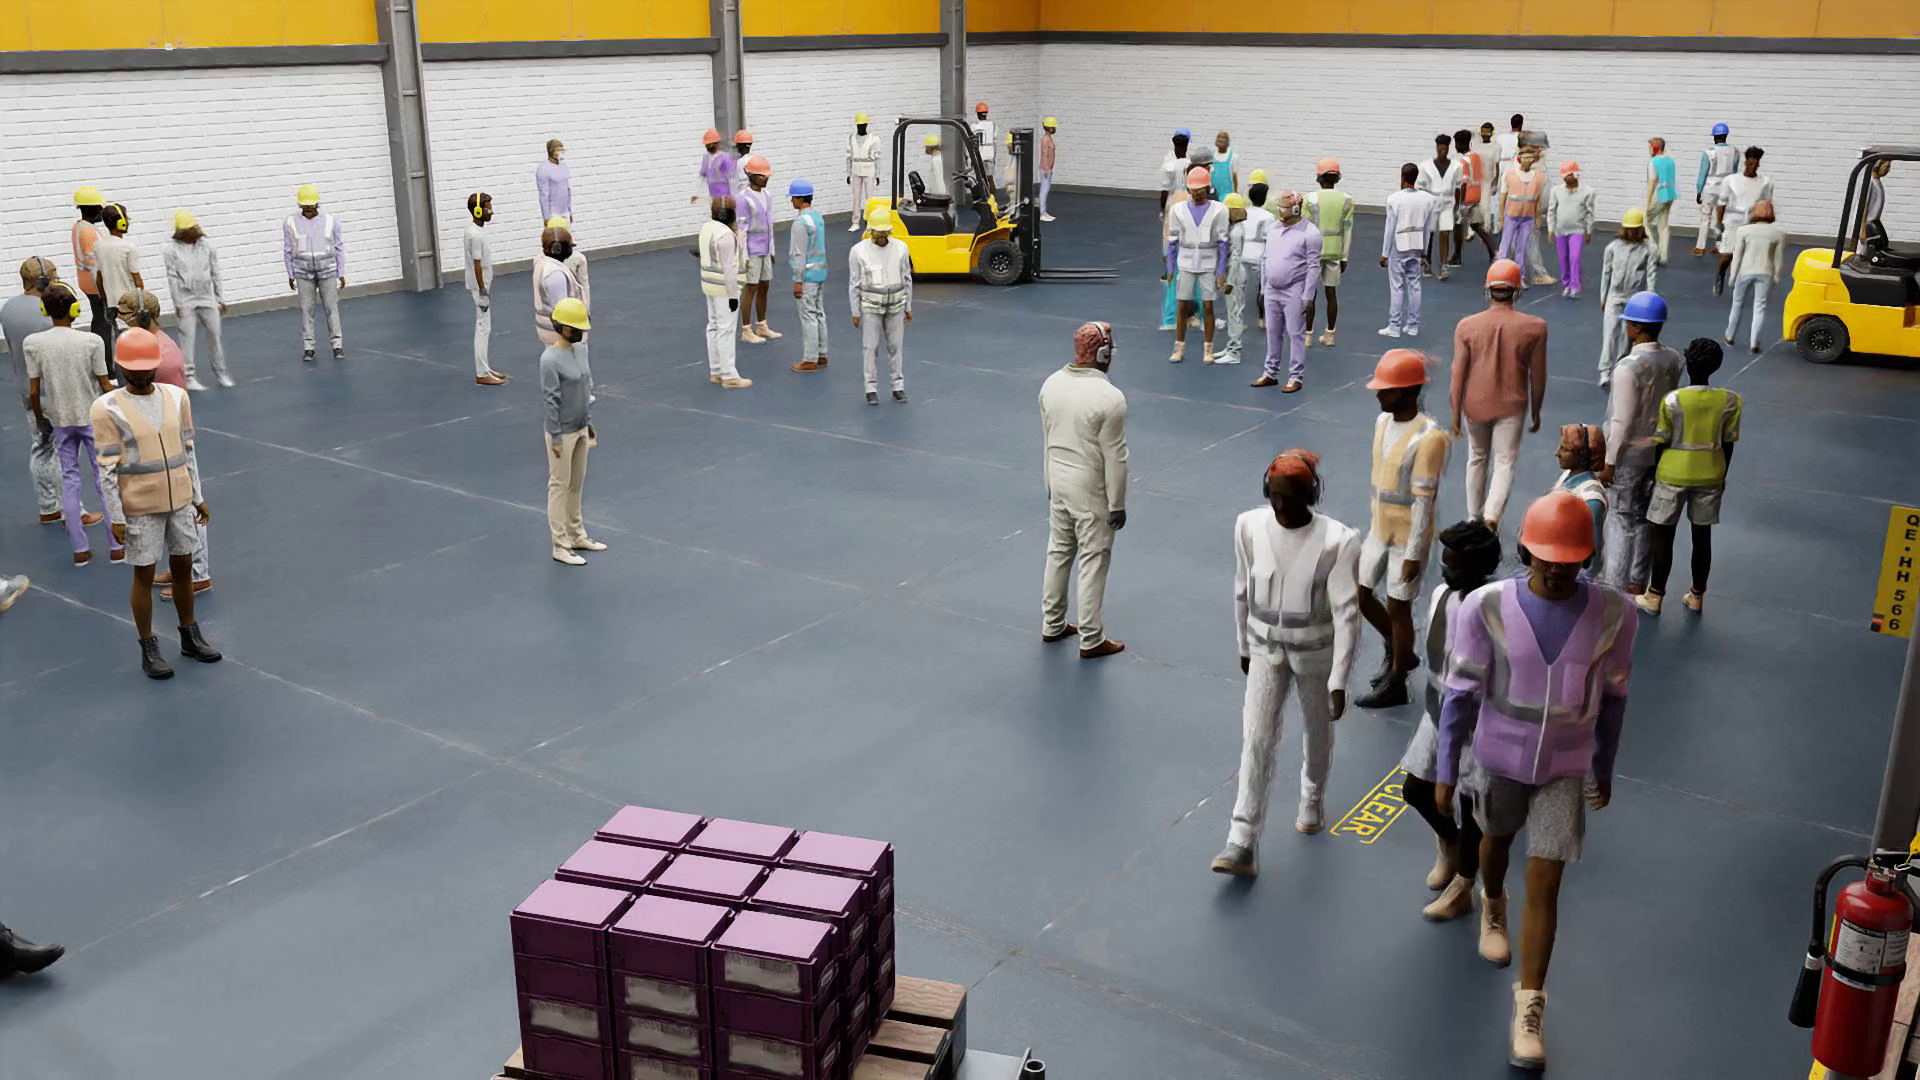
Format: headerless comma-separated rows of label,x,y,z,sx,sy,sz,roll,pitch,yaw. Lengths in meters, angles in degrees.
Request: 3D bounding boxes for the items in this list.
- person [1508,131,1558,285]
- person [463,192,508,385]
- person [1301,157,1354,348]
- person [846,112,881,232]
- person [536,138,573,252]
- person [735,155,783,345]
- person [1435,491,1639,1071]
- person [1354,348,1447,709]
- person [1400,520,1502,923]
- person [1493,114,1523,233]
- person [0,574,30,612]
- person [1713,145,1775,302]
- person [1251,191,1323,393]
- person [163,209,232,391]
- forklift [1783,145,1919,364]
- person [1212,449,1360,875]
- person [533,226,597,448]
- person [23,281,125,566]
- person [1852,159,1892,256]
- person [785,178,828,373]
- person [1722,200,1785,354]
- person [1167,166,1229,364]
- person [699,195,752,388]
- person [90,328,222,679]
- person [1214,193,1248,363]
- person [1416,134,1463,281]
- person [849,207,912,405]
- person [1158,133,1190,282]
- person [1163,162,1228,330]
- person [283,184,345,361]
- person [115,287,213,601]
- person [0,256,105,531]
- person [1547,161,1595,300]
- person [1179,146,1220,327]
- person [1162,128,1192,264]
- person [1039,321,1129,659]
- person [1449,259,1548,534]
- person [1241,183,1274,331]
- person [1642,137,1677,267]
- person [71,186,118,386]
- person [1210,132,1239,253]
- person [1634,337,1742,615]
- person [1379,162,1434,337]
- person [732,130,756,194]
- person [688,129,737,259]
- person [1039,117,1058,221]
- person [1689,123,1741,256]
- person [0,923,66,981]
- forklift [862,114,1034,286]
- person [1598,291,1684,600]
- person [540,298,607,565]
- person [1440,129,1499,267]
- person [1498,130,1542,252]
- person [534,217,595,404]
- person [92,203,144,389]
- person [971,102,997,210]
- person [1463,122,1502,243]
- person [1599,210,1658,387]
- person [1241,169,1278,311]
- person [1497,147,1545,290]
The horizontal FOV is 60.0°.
person,7.657,-4.458,22.201,0.890,2.000,0.686,13,22,34
person,-4.634,-2.433,16.166,0.325,1.861,0.512,-6,19,-18
person,3.905,-3.091,17.944,0.601,2.035,0.397,-3,18,-11
person,-1.588,-6.019,27.267,0.587,1.928,0.381,5,18,14
person,-5.305,-4.291,21.867,0.380,1.931,0.625,6,19,19
person,-2.185,-3.159,18.153,0.396,2.034,0.610,9,20,25
person,2.030,0.773,5.937,0.633,1.987,1.070,4,18,13
person,2.242,-0.038,8.587,0.401,1.923,0.544,-7,19,-20
person,1.976,0.731,6.550,0.379,1.677,0.531,-10,20,-29
person,8.951,-5.942,27.038,0.599,1.917,0.376,16,24,41
person,-5.924,-0.361,9.704,0.619,1.830,0.938,5,18,16
person,9.662,-3.888,20.556,0.609,1.954,0.526,5,18,15
person,3.109,-2.368,15.884,0.404,1.904,0.650,-15,23,-39
person,-7.322,-2.309,15.969,0.491,1.741,0.326,-15,23,-39
forklift,9.803,-2.879,17.013,2.313,2.155,1.214,12,21,33
person,1.402,0.503,7.037,0.601,1.829,1.015,10,20,29
person,-3.296,-1.682,13.839,0.429,1.844,0.627,-7,19,-22
person,-5.767,-0.750,10.883,0.535,1.868,0.309,-4,18,-11
person,11.278,-3.865,20.666,0.345,1.844,0.504,14,22,36
person,-1.541,-2.658,16.747,0.410,1.939,0.601,3,18,11
person,8.519,-2.828,17.844,0.527,1.591,0.696,5,18,15
person,2.422,-2.796,17.036,0.621,2.030,0.438,4,18,12
person,-2.280,-2.400,16.097,0.430,1.838,0.624,-9,20,-27
person,-4.369,-0.206,9.075,0.369,1.930,0.551,12,21,33
person,2.794,-2.701,17.186,0.299,1.745,0.483,3,18,8
person,6.441,-4.465,22.398,0.637,1.918,0.963,3,18,8
person,-0.718,-2.159,15.370,0.602,1.821,0.403,-7,19,-20
person,2.933,-4.425,22.218,0.605,1.966,0.367,-5,18,-16
person,2.713,-3.318,18.875,0.817,1.887,0.612,-2,18,-7
person,-6.705,-2.782,17.308,0.586,1.825,0.403,-6,19,-17
person,-4.924,-0.593,10.275,0.364,1.939,0.635,-12,21,-33
person,-6.344,-1.011,11.610,0.635,1.928,0.382,9,20,25
person,7.662,-3.898,20.987,0.558,1.700,0.818,11,21,32
person,2.800,-3.508,19.230,0.539,2.000,0.689,8,20,24
person,3.118,-4.909,23.793,0.422,1.934,0.615,15,23,40
person,0.723,-0.287,9.395,0.394,1.899,0.641,-13,22,-36
person,3.600,-0.894,11.194,0.612,1.963,0.912,8,19,23
person,3.351,-3.202,18.853,0.552,1.668,0.683,15,23,38
person,9.920,-4.793,23.626,0.613,1.805,0.516,-11,21,-32
person,-8.331,-2.452,16.108,0.366,1.926,0.594,-11,21,-30
person,3.924,-5.233,25.035,0.522,1.800,0.968,9,20,25
person,4.360,-0.370,9.972,0.533,1.697,0.318,0,18,0
person,4.973,-3.226,18.544,0.591,1.917,0.379,-6,19,-19
person,-2.983,-4.713,23.220,0.358,1.903,0.549,5,18,14
person,-3.590,-5.033,24.261,1.043,1.867,0.559,-15,23,-40
person,1.531,-6.409,28.751,0.330,1.765,0.533,4,18,11
person,11.178,-5.176,24.617,0.604,1.939,0.416,-2,18,-8
person,-3.804,0.825,5.917,0.934,1.896,0.571,-1,18,-3
forklift,-0.171,-4.594,22.377,2.313,2.155,1.214,1,18,3
person,4.069,-0.530,10.066,0.614,1.945,0.404,-14,23,-37
person,-2.554,-0.724,10.982,0.340,1.758,0.526,5,18,15
person,7.256,-4.795,23.435,0.737,1.936,0.622,17,24,42
person,8.363,-5.172,24.784,0.636,1.830,0.429,-17,24,-42
person,-3.640,-2.096,15.306,0.484,1.736,0.308,-3,18,-10
person,-7.591,-2.115,15.151,0.517,1.870,0.334,6,19,18
person,0.412,-6.968,30.244,0.542,1.928,0.399,-11,21,-30
person,8.183,-5.597,26.062,0.509,1.860,0.334,13,22,36
person,6.425,-2.309,16.031,0.493,1.703,0.877,5,18,16
person,3.628,-3.654,20.208,0.563,1.721,0.852,11,21,31
person,7.280,-4.185,21.660,0.564,1.847,0.396,-1,18,-4
